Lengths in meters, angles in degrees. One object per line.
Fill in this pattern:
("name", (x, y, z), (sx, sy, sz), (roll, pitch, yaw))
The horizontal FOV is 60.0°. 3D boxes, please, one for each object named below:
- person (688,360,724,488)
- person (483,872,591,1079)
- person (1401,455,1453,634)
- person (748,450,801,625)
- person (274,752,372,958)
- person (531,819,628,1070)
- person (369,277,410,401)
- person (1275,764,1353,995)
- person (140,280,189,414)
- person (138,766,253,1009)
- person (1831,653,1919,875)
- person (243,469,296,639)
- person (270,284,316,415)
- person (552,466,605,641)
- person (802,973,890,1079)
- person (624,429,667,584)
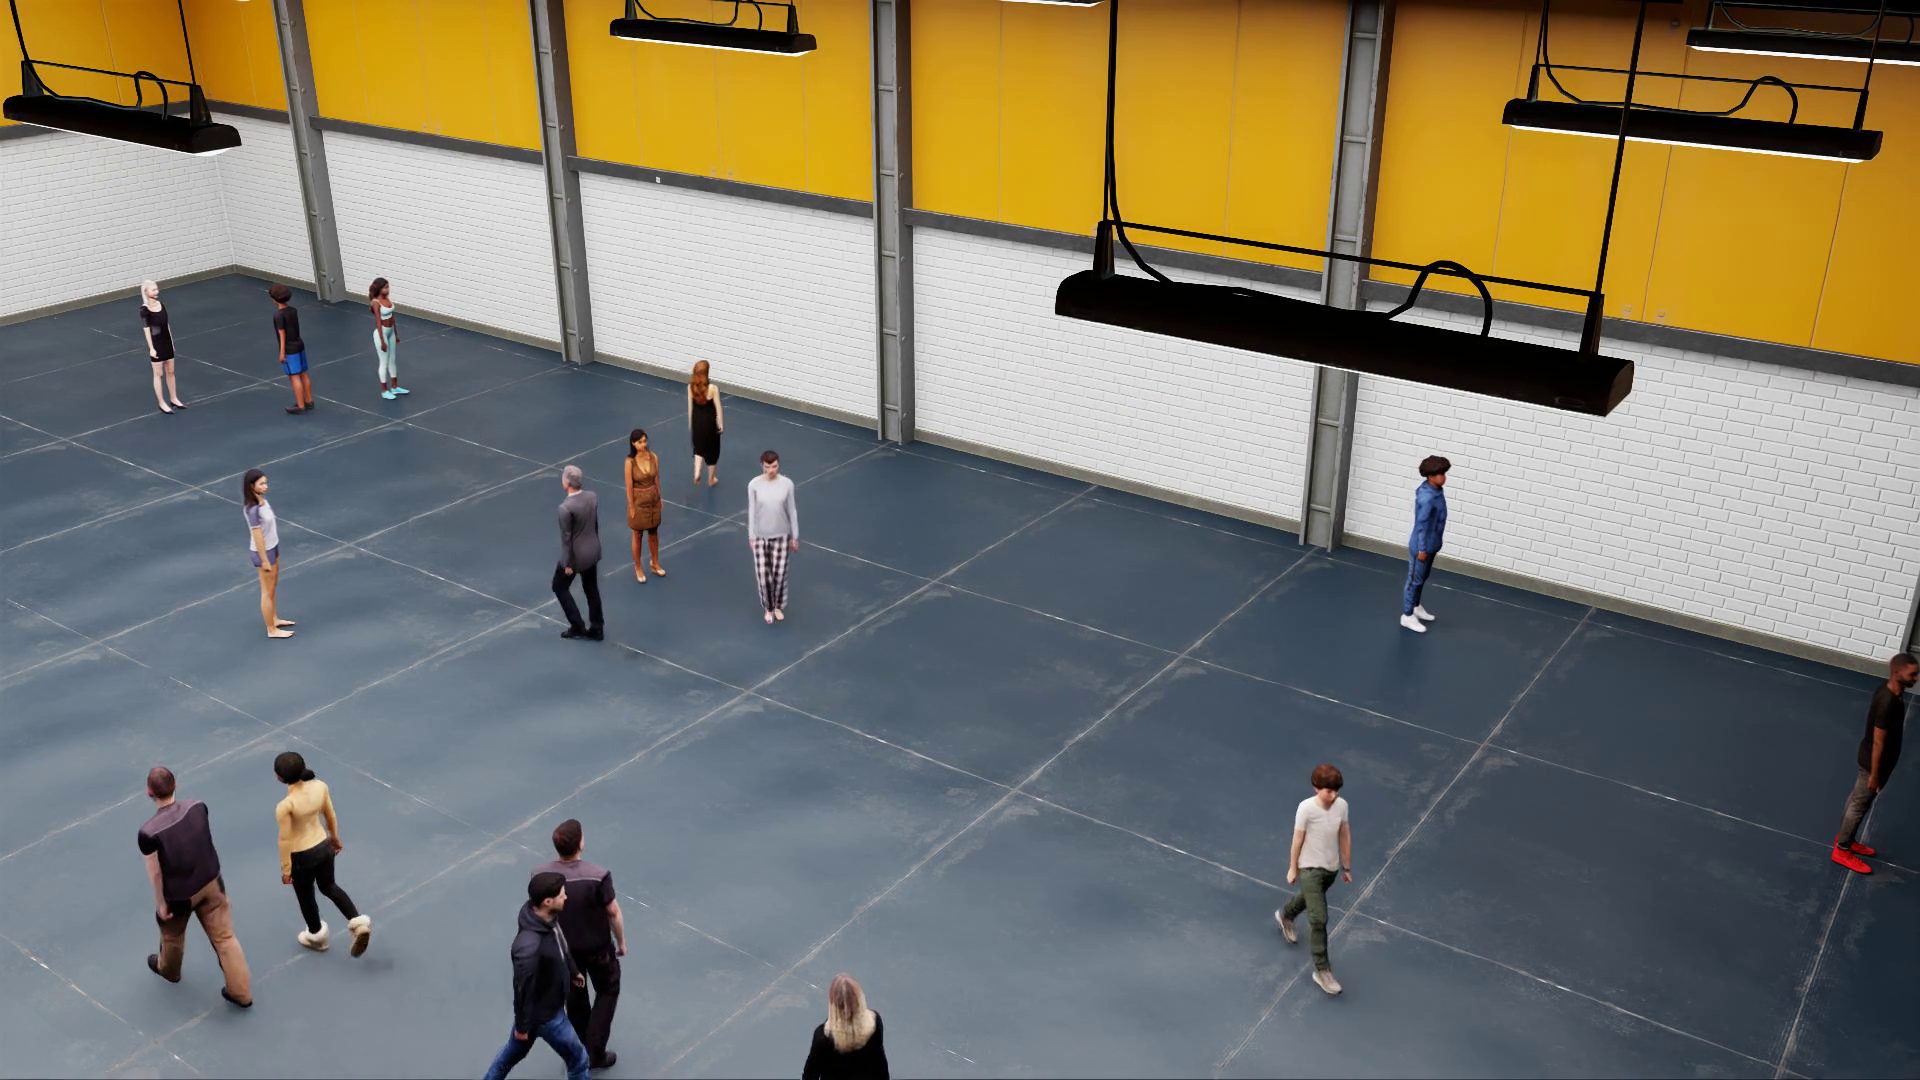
("person", (-3.100, -1.359, 20.005), (0.803, 1.608, 0.807), (4, 24, 10))
("person", (-2.650, 2.845, 10.106), (1.288, 1.833, 1.220), (-4, 24, -9))
("person", (4.657, 0.005, 16.634), (0.560, 1.809, 0.682), (14, 27, 29))
("person", (-1.907, -0.078, 16.790), (0.819, 1.836, 0.879), (-4, 24, -10))
("person", (-4.514, 2.240, 11.734), (0.925, 1.638, 0.678), (13, 27, 26))
("person", (-2.443, 2.605, 10.644), (0.856, 1.843, 0.937), (2, 24, 6))
("person", (-8.026, -2.828, 23.221), (0.638, 1.724, 0.632), (5, 24, 12))
("person", (2.473, 2.271, 11.689), (0.989, 1.618, 1.183), (-9, 25, -19))
("person", (-10.909, -2.643, 22.664), (0.578, 1.832, 0.622), (7, 25, 16))
("person", (-5.131, 2.384, 11.222), (1.152, 1.785, 0.699), (17, 29, 34))
("person", (7.049, 1.679, 12.811), (0.528, 1.805, 0.657), (14, 27, 29))
("person", (-6.878, 0.118, 16.473), (0.714, 1.731, 0.645), (-5, 24, -11))
("person", (-9.093, -2.610, 22.635), (0.671, 1.794, 0.678), (5, 24, 11))
("person", (-3.661, 0.161, 16.256), (0.695, 1.827, 0.786), (12, 27, 26))
("person", (-0.586, 3.239, 9.419), (0.880, 1.663, 1.049), (-14, 27, -28))
("person", (-3.354, -0.379, 17.662), (0.596, 1.690, 0.563), (-21, 31, -39))
